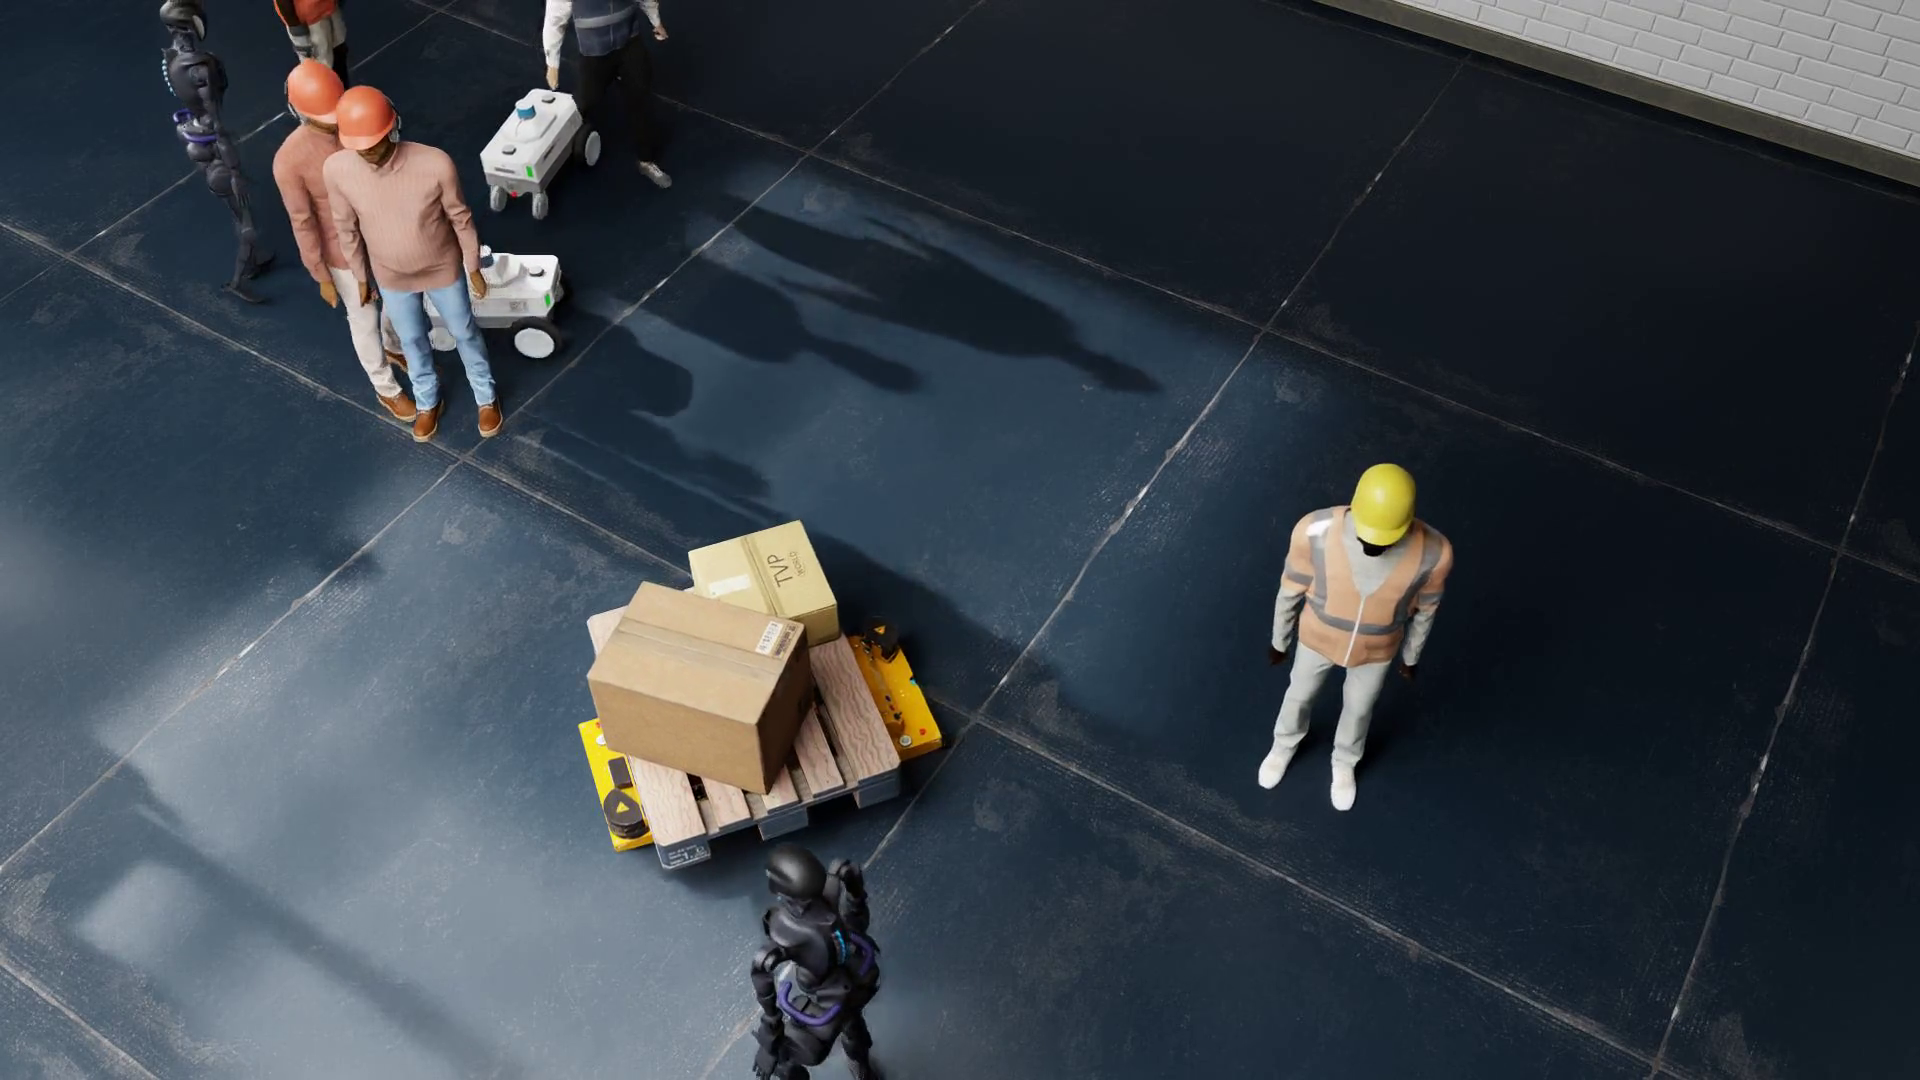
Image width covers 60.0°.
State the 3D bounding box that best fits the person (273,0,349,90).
[{"bbox_3d":[-3.645,-3.017,9.335,0.375,1.960,0.608,1,49,1],"label":"person"}]

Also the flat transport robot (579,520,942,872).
[{"bbox_3d":[-0.858,0.810,7.108,1.431,0.231,0.659,-17,51,-14],"label":"flat transport robot"}]

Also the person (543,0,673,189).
[{"bbox_3d":[-2.032,-2.820,9.318,0.776,1.722,0.783,-28,55,-22],"label":"person"}]

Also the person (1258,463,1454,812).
[{"bbox_3d":[1.486,0.383,6.390,0.588,1.917,0.399,10,50,9],"label":"person"}]

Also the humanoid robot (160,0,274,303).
[{"bbox_3d":[-3.895,-2.013,8.647,0.458,1.644,0.611,-25,54,-21],"label":"humanoid robot"}]

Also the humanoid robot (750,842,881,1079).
[{"bbox_3d":[-0.469,1.515,5.555,0.312,1.653,0.615,26,54,21],"label":"humanoid robot"}]

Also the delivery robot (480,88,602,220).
[{"bbox_3d":[-2.453,-2.276,9.620,0.499,0.602,0.801,12,50,10],"label":"delivery robot"}]

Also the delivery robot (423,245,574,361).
[{"bbox_3d":[-2.428,-1.279,8.756,0.804,0.614,0.499,0,49,0],"label":"delivery robot"}]

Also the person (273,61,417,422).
[{"bbox_3d":[-2.882,-1.423,7.925,0.509,1.978,0.660,23,53,19],"label":"person"}]

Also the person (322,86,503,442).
[{"bbox_3d":[-2.538,-1.257,7.770,0.622,1.991,0.394,-4,49,-4],"label":"person"}]
